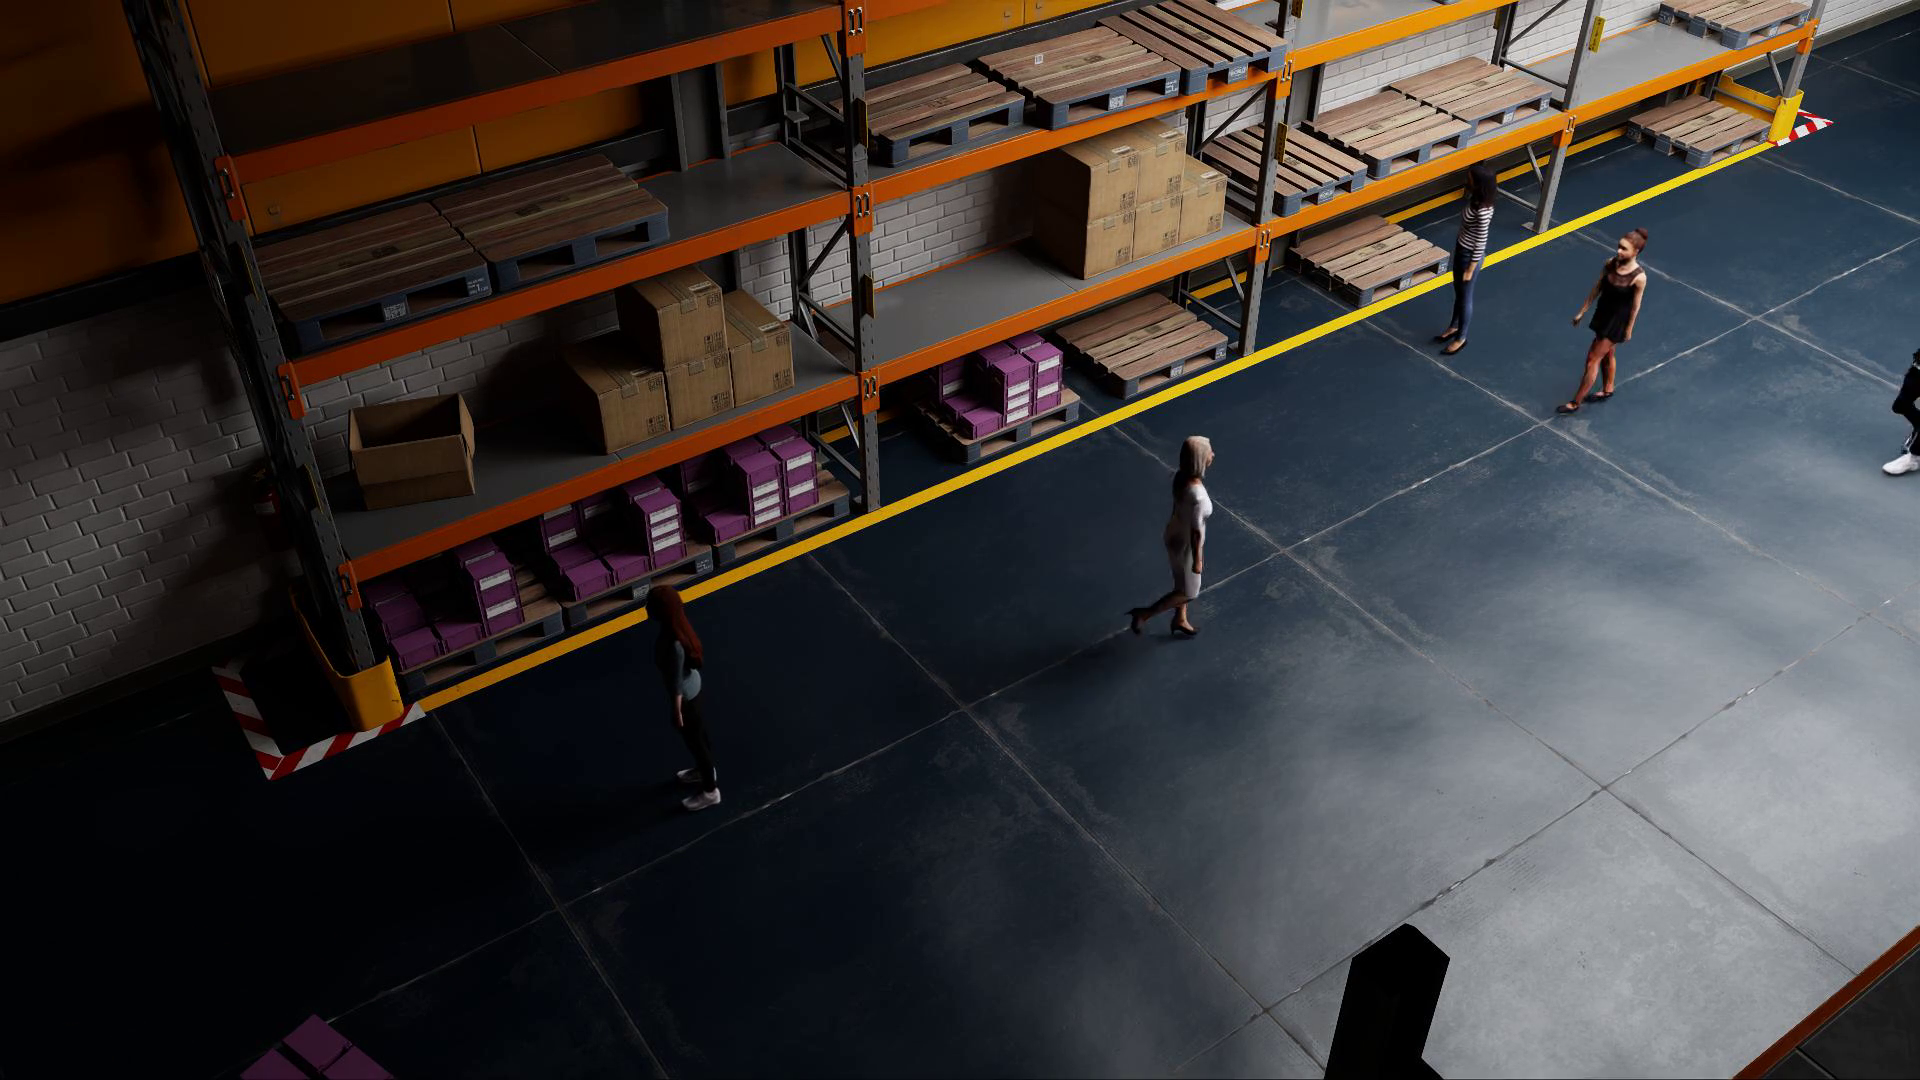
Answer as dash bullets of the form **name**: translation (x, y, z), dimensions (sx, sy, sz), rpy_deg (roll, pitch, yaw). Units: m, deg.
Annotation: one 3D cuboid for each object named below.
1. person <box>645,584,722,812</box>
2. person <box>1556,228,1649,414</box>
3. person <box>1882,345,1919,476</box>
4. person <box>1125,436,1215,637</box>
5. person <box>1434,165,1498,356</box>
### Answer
- **person**: translation (-1.693, 0.963, 10.274), dimensions (0.653, 1.739, 0.640), rpy_deg (-6, 39, -7)
- **person**: translation (5.498, -1.846, 13.860), dimensions (0.928, 1.653, 0.709), rpy_deg (-12, 40, -15)
- **person**: translation (7.753, -1.323, 13.082), dimensions (0.860, 1.807, 0.787), rpy_deg (-14, 41, -17)
- **person**: translation (1.471, 0.044, 11.428), dimensions (0.925, 1.735, 0.785), rpy_deg (-5, 39, -6)
- **person**: translation (4.435, -2.439, 14.490), dimensions (0.693, 1.794, 0.652), rpy_deg (3, 39, 4)
